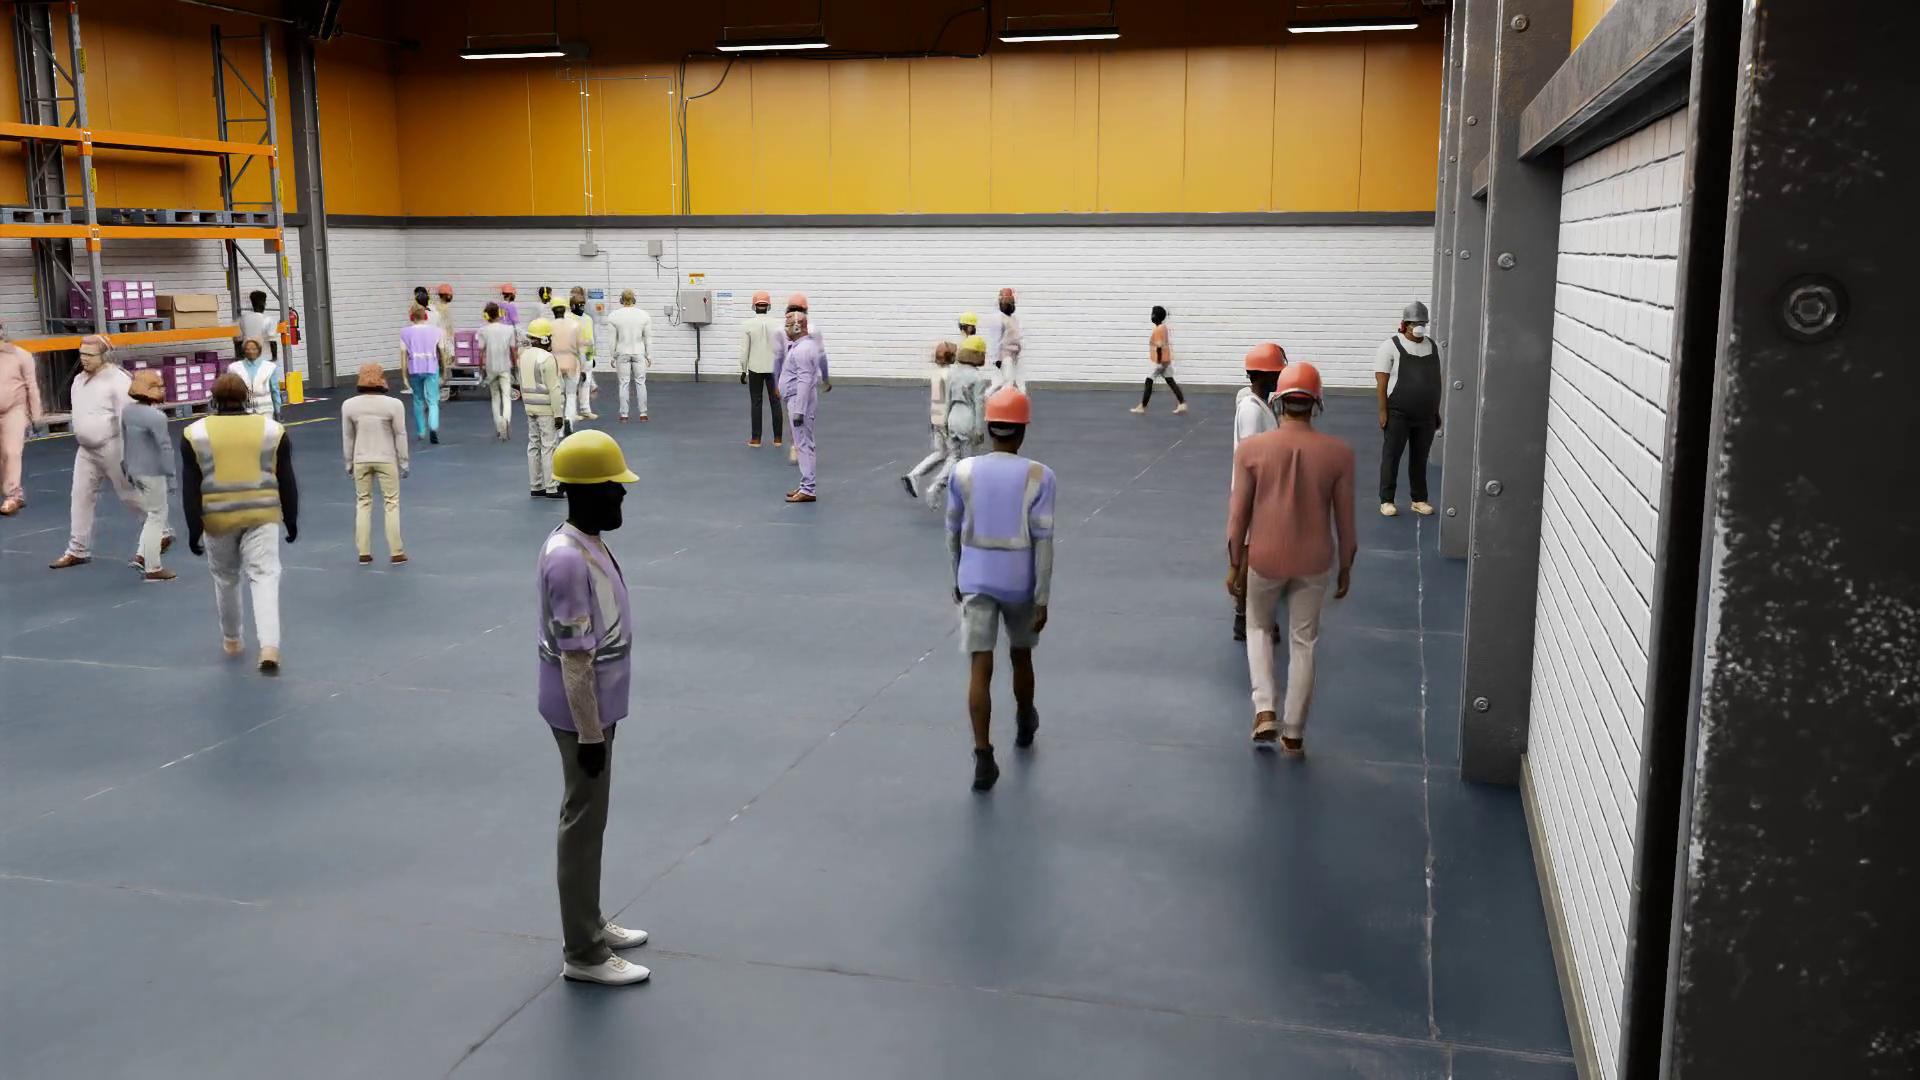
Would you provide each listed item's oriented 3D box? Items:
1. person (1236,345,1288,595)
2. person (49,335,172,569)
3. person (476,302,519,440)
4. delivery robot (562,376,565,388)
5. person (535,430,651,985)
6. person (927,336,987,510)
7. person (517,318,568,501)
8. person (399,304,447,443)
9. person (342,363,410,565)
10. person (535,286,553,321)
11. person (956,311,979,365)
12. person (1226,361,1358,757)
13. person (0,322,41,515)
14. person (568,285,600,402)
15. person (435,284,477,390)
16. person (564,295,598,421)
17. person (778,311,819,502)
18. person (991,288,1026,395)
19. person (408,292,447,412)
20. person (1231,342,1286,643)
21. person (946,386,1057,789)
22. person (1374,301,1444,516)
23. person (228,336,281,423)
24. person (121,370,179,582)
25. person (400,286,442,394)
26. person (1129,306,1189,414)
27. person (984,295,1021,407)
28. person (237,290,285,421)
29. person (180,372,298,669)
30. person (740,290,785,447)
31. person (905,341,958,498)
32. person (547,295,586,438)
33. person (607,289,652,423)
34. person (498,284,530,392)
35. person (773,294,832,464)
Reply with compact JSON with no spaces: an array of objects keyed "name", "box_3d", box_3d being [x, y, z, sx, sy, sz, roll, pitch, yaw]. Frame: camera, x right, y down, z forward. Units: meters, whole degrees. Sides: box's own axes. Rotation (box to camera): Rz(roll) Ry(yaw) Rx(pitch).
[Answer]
[{"name":"person","box_3d":[2.263,-0.505,12.189,0.506,1.842,0.332,3,10,17]},{"name":"person","box_3d":[-6.893,-0.738,13.477,0.640,1.858,0.987,5,11,24]},{"name":"person","box_3d":[-6.087,-2.220,21.940,0.523,1.827,0.809,-3,10,-15]},{"name":"delivery robot","box_3d":[-6.842,-2.726,28.124,0.707,0.478,0.477,0,10,3]},{"name":"person","box_3d":[-1.281,0.575,5.812,0.369,1.928,0.585,-2,10,-10]},{"name":"person","box_3d":[0.019,-1.062,15.668,0.533,1.713,0.527,-9,13,-42]},{"name":"person","box_3d":[-4.176,-1.306,16.729,0.590,1.836,0.404,9,14,42]},{"name":"person","box_3d":[-7.002,-2.169,21.701,0.567,1.810,0.882,-3,10,-14]},{"name":"person","box_3d":[-4.689,-0.607,13.373,0.511,1.627,0.289,0,10,-2]},{"name":"person","box_3d":[-7.289,-3.568,29.524,0.674,1.848,0.521,-5,11,-24]},{"name":"person","box_3d":[0.073,-1.902,20.298,0.325,1.768,0.523,1,10,7]},{"name":"person","box_3d":[1.665,0.099,8.349,0.657,1.978,0.437,1,10,7]},{"name":"person","box_3d":[-9.167,-1.161,15.793,0.665,1.865,0.908,-1,10,-8]},{"name":"person","box_3d":[-6.226,-3.193,27.184,0.441,1.920,0.652,-8,13,-38]},{"name":"person","box_3d":[-9.100,-3.577,29.490,0.918,1.900,0.560,-2,10,-11]},{"name":"person","box_3d":[-5.594,-2.677,24.474,0.429,1.842,0.634,6,12,30]},{"name":"person","box_3d":[-1.616,-1.332,16.679,0.405,1.904,0.652,0,10,-2]},{"name":"person","box_3d":[0.705,-3.229,27.581,0.903,1.841,0.602,2,10,10]},{"name":"person","box_3d":[-8.268,-2.901,25.746,0.566,1.839,0.715,-6,12,-32]},{"name":"person","box_3d":[1.944,-0.308,10.784,0.359,1.938,0.547,2,10,11]},{"name":"person","box_3d":[0.199,0.193,8.123,0.559,1.871,1.029,2,10,9]},{"name":"person","box_3d":[4.309,-1.247,15.811,0.684,2.000,0.538,-2,10,-13]},{"name":"person","box_3d":[-7.473,-1.362,17.652,0.519,1.609,0.764,-3,10,-14]},{"name":"person","box_3d":[-6.155,-0.488,12.695,0.532,1.616,0.365,6,12,33]},{"name":"person","box_3d":[-9.204,-3.460,28.847,0.914,1.881,0.590,-8,13,-37]},{"name":"person","box_3d":[3.075,-2.724,25.265,0.874,1.658,0.528,4,11,22]},{"name":"person","box_3d":[0.630,-2.784,25.120,0.662,1.830,0.631,4,11,21]},{"name":"person","box_3d":[-10.089,-2.620,23.888,0.609,1.940,0.876,1,10,8]},{"name":"person","box_3d":[-4.372,-0.122,10.142,0.646,1.801,0.962,-5,11,-27]},{"name":"person","box_3d":[-2.510,-2.182,21.231,0.611,1.996,0.378,-4,11,-19]},{"name":"person","box_3d":[-0.202,-1.165,16.538,0.608,1.623,0.520,-4,11,-23]},{"name":"person","box_3d":[-5.306,-2.302,22.161,0.627,1.906,0.498,-2,10,-14]},{"name":"person","box_3d":[-4.775,-2.659,24.099,0.631,1.939,0.372,-2,10,-14]},{"name":"person","box_3d":[-7.868,-3.560,29.326,0.981,1.886,0.561,-8,13,-37]},{"name":"person","box_3d":[-1.885,-1.911,19.738,0.619,1.999,1.016,4,11,21]}]
